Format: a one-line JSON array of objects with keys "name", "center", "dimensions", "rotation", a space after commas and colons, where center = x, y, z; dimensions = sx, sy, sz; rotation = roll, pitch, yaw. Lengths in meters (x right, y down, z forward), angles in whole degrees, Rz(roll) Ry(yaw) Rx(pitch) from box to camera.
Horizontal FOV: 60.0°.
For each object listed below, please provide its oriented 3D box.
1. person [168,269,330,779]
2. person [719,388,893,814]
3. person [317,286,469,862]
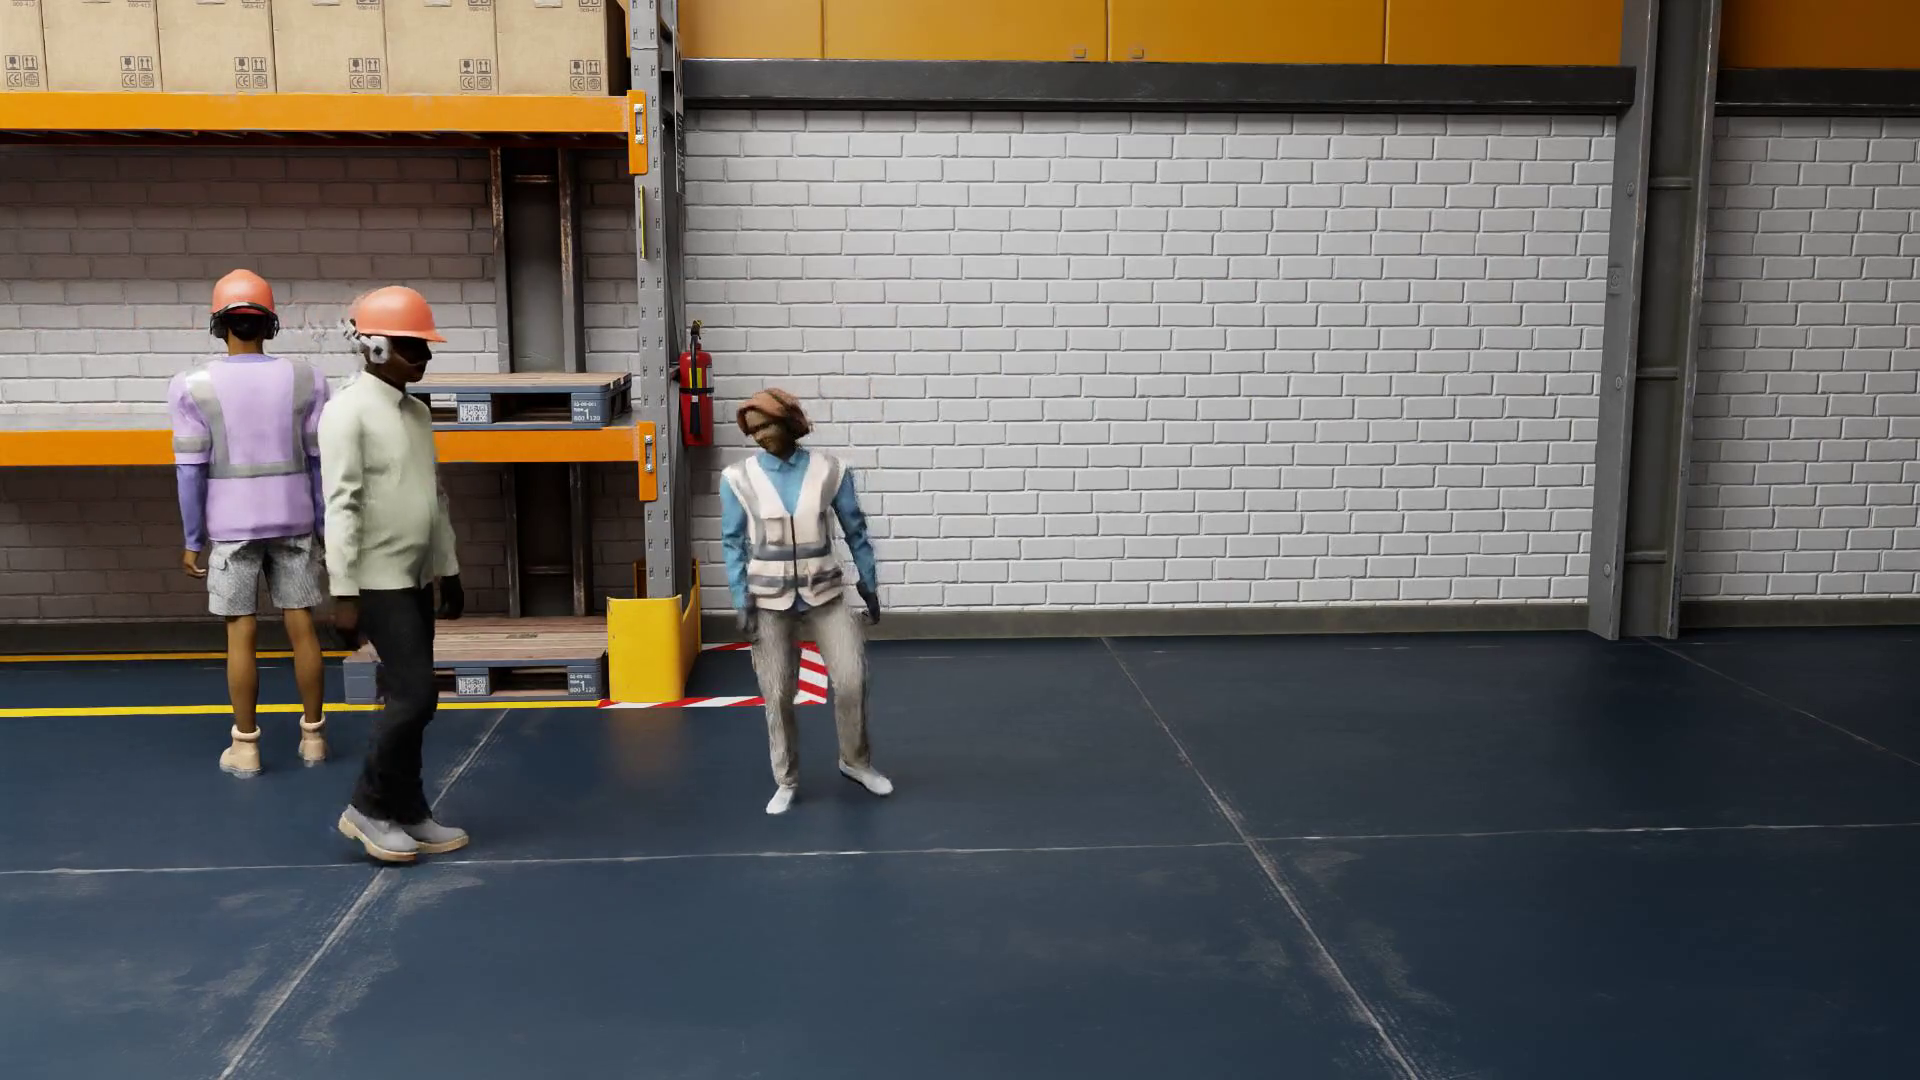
[{"name": "person", "center": [-2.840, -0.060, 6.728], "dimensions": [0.607, 2.044, 0.371], "rotation": [-6, 11, -34]}, {"name": "person", "center": [-0.593, 0.238, 6.270], "dimensions": [0.619, 1.622, 0.344], "rotation": [-2, 9, -11]}, {"name": "person", "center": [-1.926, 0.129, 5.715], "dimensions": [0.422, 1.981, 0.651], "rotation": [1, 9, 8]}]
